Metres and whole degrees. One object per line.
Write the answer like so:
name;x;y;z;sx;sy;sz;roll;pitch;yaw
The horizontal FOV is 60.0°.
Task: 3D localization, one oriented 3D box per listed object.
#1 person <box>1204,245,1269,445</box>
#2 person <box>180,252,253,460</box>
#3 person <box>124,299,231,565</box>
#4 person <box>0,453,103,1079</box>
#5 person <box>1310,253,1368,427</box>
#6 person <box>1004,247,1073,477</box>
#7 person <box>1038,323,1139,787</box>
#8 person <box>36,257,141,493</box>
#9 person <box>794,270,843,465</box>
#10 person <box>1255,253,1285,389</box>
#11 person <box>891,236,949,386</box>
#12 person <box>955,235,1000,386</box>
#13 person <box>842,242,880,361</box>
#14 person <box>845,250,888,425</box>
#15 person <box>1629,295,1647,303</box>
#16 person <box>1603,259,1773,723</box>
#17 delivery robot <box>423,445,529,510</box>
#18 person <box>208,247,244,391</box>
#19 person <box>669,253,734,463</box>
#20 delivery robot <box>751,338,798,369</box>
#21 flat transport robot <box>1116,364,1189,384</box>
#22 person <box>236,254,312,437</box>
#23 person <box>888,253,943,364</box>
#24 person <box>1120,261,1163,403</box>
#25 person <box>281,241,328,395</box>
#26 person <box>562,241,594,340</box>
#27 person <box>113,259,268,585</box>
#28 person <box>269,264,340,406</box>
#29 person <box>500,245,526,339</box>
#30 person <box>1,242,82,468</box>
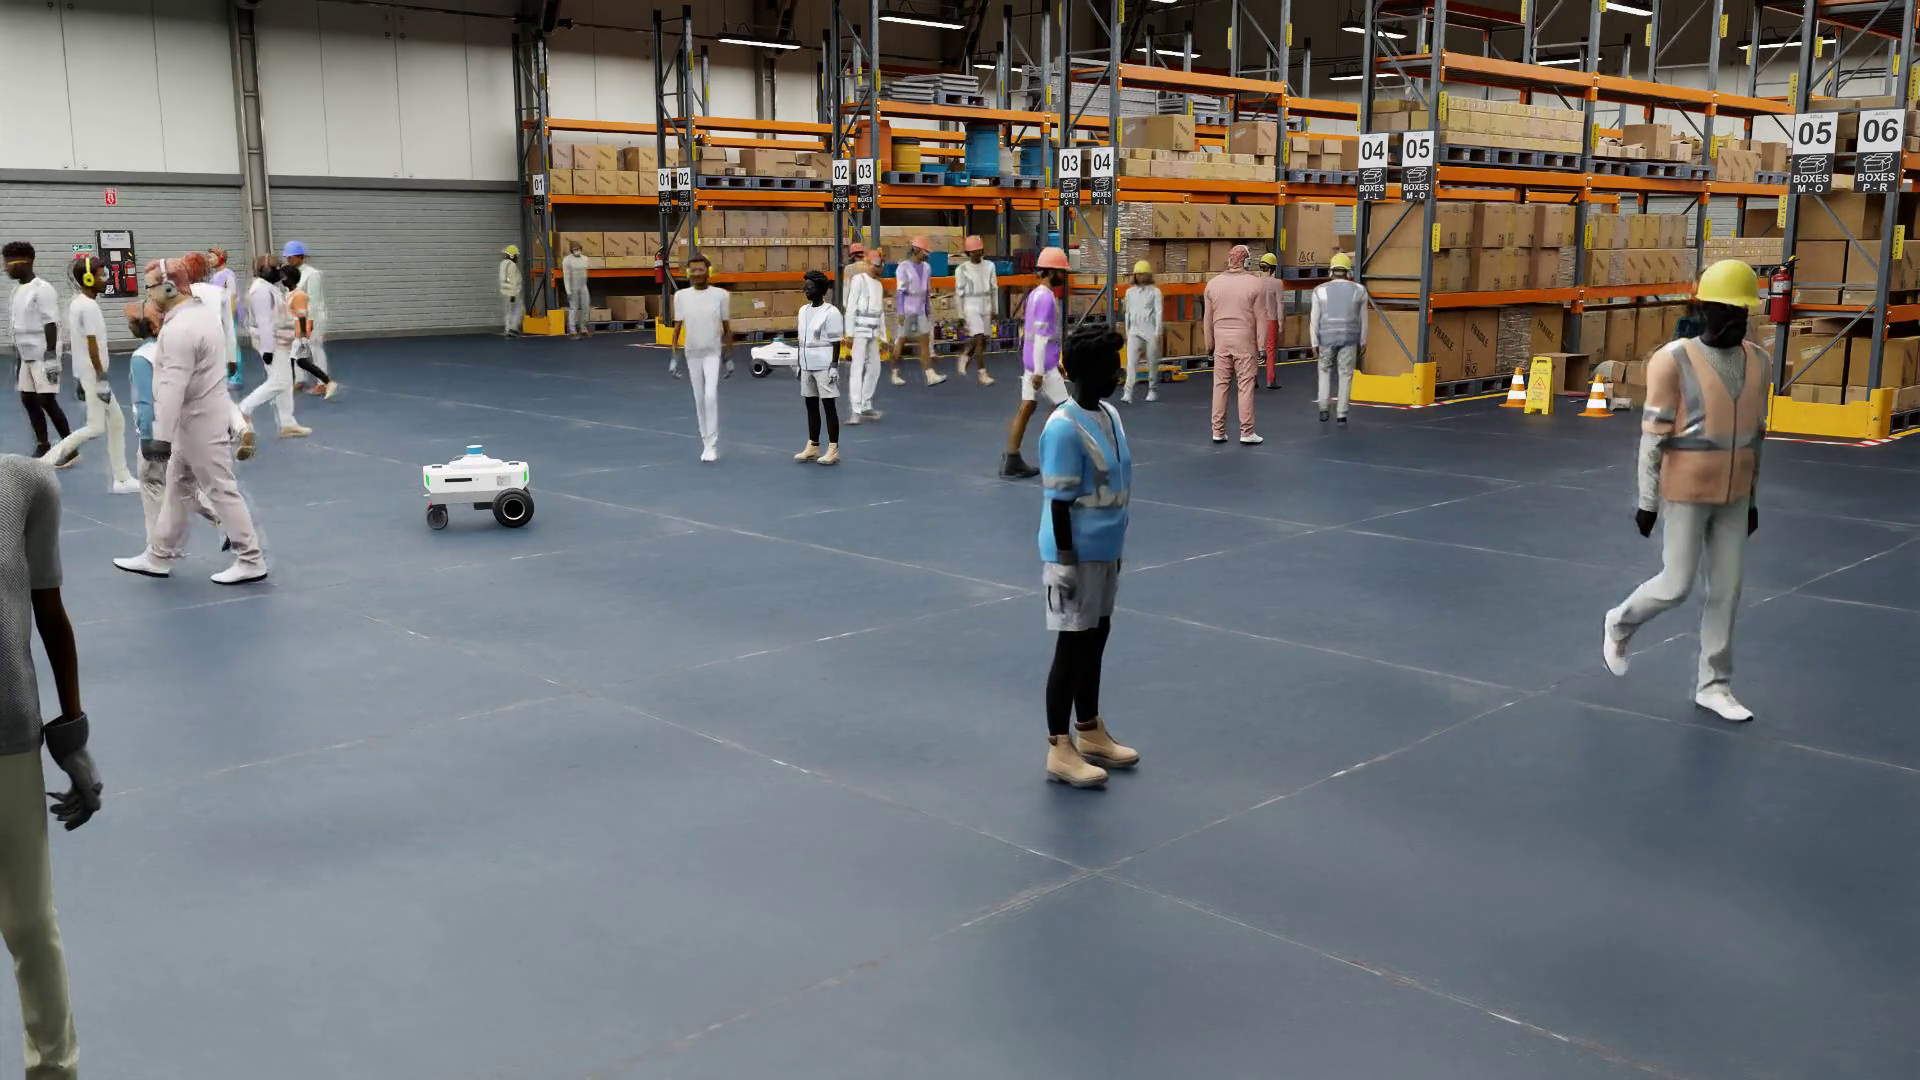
person;2.684;-1.885;16.076;0.651;1.904;0.404;7;12;33
person;-6.603;-1.597;14.638;0.806;1.864;0.587;8;13;36
person;-4.773;-0.648;10.097;0.547;1.618;0.528;0;10;1
person;-2.074;0.455;3.445;0.516;1.864;0.319;-8;13;-37
person;4.017;-2.122;17.636;0.605;1.811;0.641;2;11;12
person;0.805;-1.469;13.822;0.952;1.889;0.562;-1;10;-8
person;0.468;0.048;6.129;0.336;1.687;0.534;5;12;26
person;-6.762;-1.258;12.843;0.785;1.845;0.526;-5;12;-27
person;-1.254;-1.521;14.661;0.540;1.696;0.315;10;14;43
person;4.019;-2.876;21.861;0.529;1.767;0.329;8;13;36
person;-0.582;-3.031;22.114;0.706;1.980;0.992;-10;14;-43
person;0.187;-3.121;22.537;0.638;2.011;0.811;-6;12;-31
person;-1.546;-3.767;26.376;0.562;1.903;0.931;-8;13;-37
person;-1.033;-2.178;17.854;0.348;1.852;0.683;6;12;29
person;13.447;-4.952;32.890;0.637;1.887;0.355;-8;13;-37
person;3.114;-0.229;7.055;0.593;1.909;0.684;-3;11;-16
delivery robot;-3.383;-0.418;11.622;0.707;0.478;0.477;-3;11;-17
person;-9.536;-2.872;21.612;0.389;1.847;0.563;-9;14;-42
person;-2.301;-1.596;14.674;0.540;1.834;0.847;0;10;2
delivery robot;-2.616;-2.653;23.807;0.707;0.478;0.477;1;10;3
flat transport robot;2.402;-2.297;22.900;1.431;0.197;0.652;-7;13;-34
person;-6.900;-1.931;16.555;0.637;1.824;0.631;-3;11;-15
person;-0.721;-3.736;26.196;0.796;1.909;0.645;-6;12;-30
person;2.192;-2.497;19.979;0.501;1.689;0.892;5;12;26
person;-8.266;-2.773;20.864;0.642;1.918;0.643;6;12;28
person;-7.422;-4.820;32.115;0.554;1.893;0.639;9;14;40
person;-4.469;-0.651;9.461;0.947;1.858;0.657;-2;11;-13
person;-7.825;-2.443;19.769;0.797;1.667;0.538;-7;12;-33
person;-8.690;-4.812;32.308;0.455;1.807;0.585;-9;14;-40
person;-7.986;-1.589;14.442;0.634;1.953;0.412;8;13;39
